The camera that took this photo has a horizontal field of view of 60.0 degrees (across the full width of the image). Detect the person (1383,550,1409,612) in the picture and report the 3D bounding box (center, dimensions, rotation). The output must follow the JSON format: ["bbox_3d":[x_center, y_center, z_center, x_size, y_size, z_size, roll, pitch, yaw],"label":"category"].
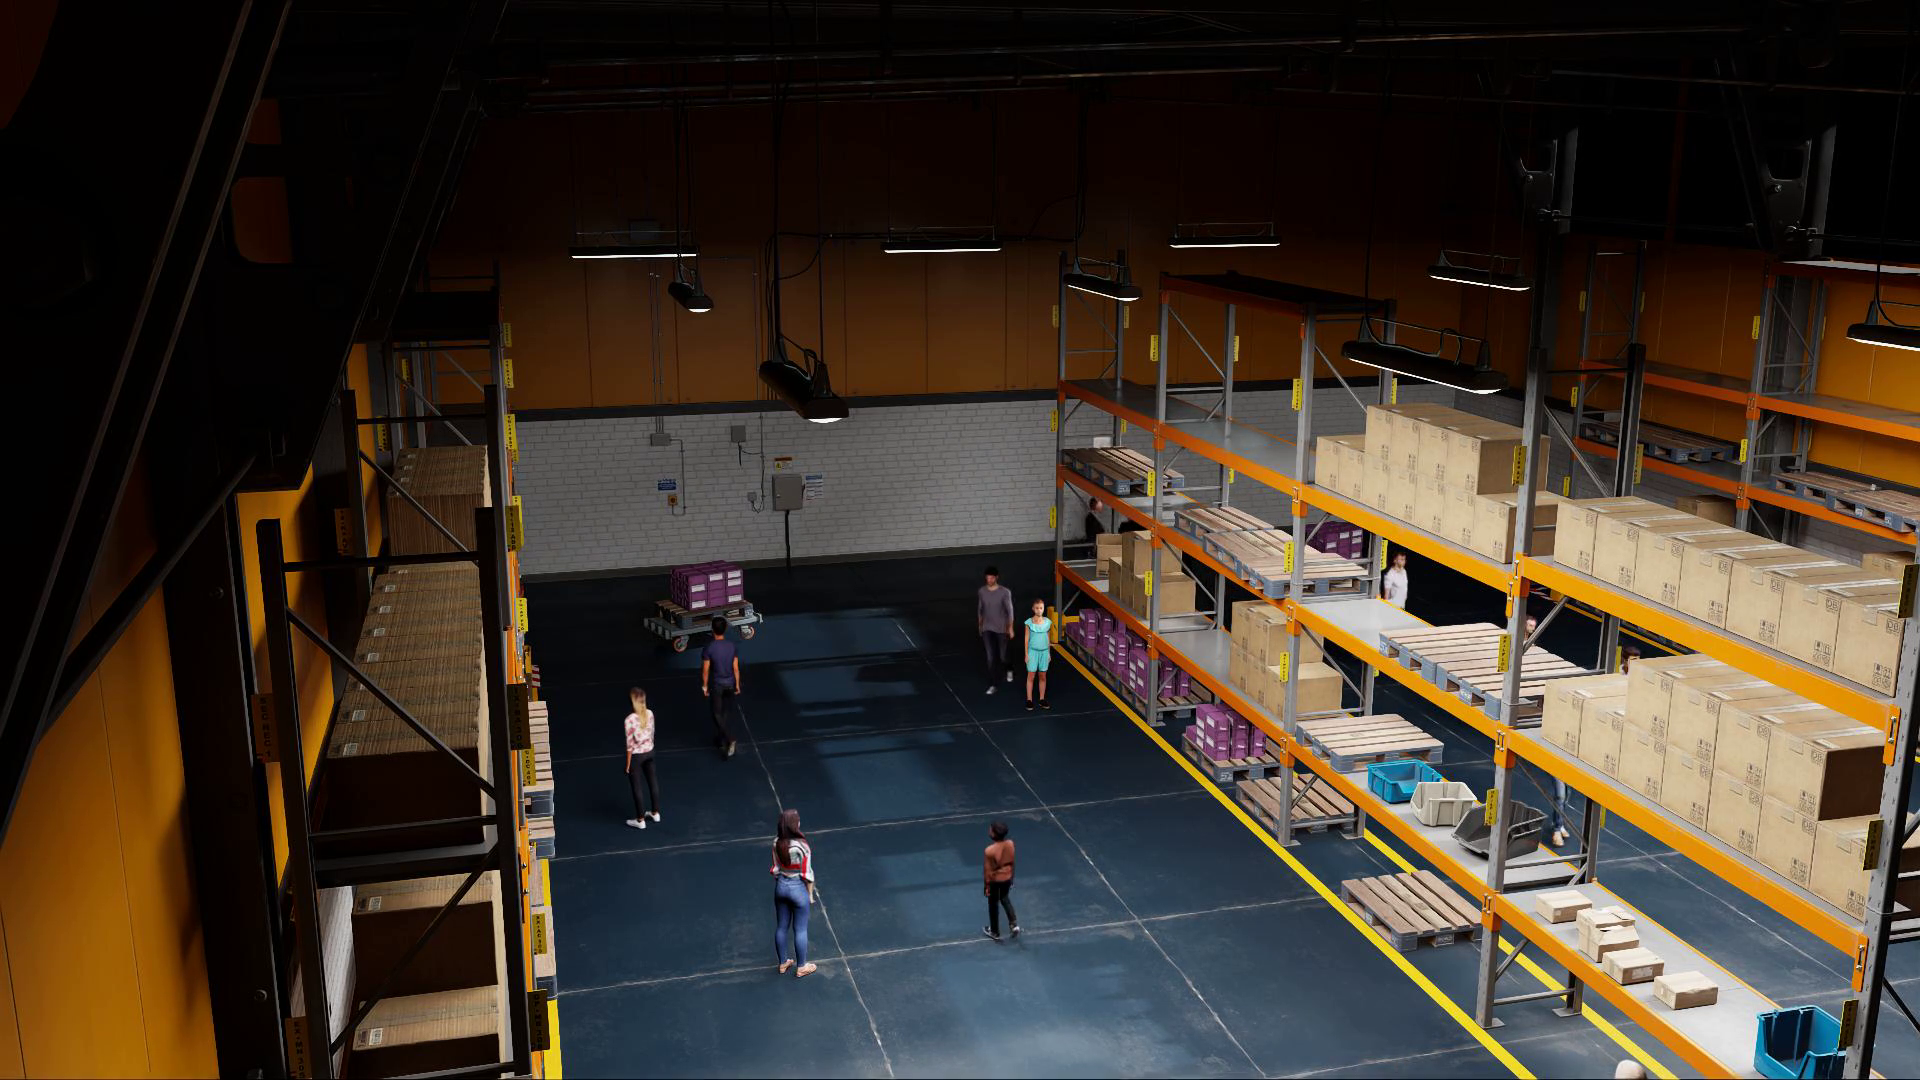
[{"bbox_3d":[6.267,1.026,24.287,1.114,1.833,0.990,11,18,39],"label":"person"}]

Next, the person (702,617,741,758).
[{"bbox_3d":[-2.978,1.870,20.936,0.841,1.769,1.141,-8,16,-30],"label":"person"}]

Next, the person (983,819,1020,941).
[{"bbox_3d":[0.419,3.309,16.108,0.656,1.245,0.769,-10,17,-35],"label":"person"}]

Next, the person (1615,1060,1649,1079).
[{"bbox_3d":[4.429,4.272,11.108,0.662,1.726,0.631,-9,16,-33],"label":"person"}]

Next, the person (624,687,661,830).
[{"bbox_3d":[-3.611,2.450,18.833,0.683,1.632,0.650,10,17,37],"label":"person"}]

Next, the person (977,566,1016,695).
[{"bbox_3d":[0.518,1.236,23.432,0.981,1.827,1.060,5,15,21],"label":"person"}]

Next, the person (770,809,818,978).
[{"bbox_3d":[-1.566,3.268,15.495,0.655,1.613,0.708,7,15,27],"label":"person"}]

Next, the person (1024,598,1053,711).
[{"bbox_3d":[1.061,1.543,22.736,0.541,1.558,0.539,-3,14,-13],"label":"person"}]
